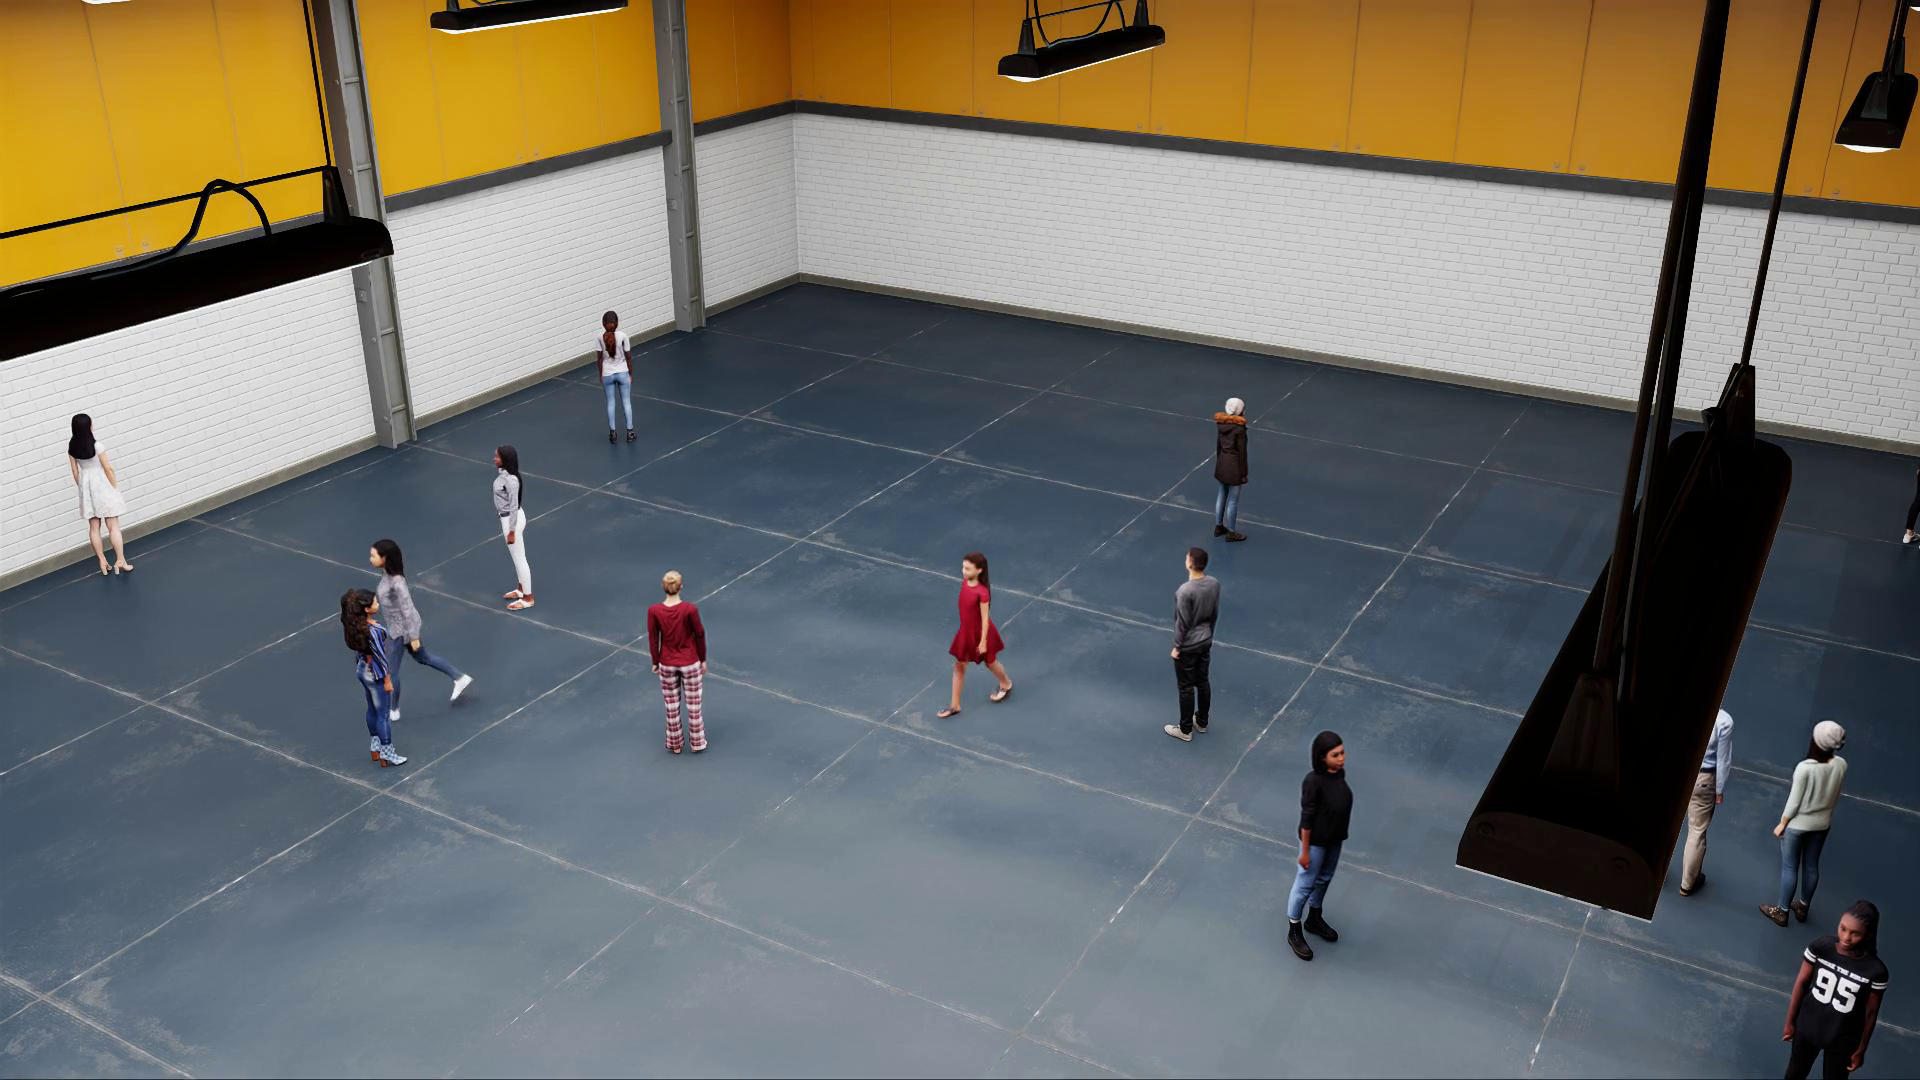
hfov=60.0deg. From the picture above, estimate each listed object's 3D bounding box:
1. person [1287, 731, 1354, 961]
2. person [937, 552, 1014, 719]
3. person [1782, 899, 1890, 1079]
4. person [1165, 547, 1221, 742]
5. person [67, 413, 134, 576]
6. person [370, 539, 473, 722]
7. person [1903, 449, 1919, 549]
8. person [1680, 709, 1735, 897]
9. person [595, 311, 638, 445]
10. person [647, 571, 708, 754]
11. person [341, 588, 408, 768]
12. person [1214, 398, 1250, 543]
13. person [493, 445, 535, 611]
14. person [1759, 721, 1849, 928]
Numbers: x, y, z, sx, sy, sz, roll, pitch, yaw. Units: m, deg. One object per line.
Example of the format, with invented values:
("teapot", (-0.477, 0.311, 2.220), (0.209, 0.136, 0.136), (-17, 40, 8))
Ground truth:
("person", (2.509, 2.090, 11.578), (0.575, 1.701, 0.698), (-19, 30, -37))
("person", (0.206, 0.808, 14.738), (1.116, 1.517, 0.781), (-18, 30, -36))
("person", (5.088, 2.876, 9.743), (0.656, 1.729, 0.640), (20, 30, 38))
("person", (2.003, 0.880, 14.270), (0.613, 1.760, 0.750), (-17, 29, -33))
("person", (-9.000, -0.480, 17.364), (0.762, 1.775, 0.790), (1, 24, 2))
("person", (-4.789, 0.775, 14.594), (1.239, 1.693, 1.033), (-12, 26, -25))
("person", (10.577, -0.736, 18.040), (0.716, 1.703, 0.673), (-8, 25, -17))
("person", (5.350, 1.743, 12.191), (0.654, 1.845, 0.589), (15, 28, 31))
("person", (-4.360, -2.074, 21.079), (0.668, 1.720, 0.701), (-2, 24, -6))
("person", (-2.370, 1.020, 14.032), (0.682, 1.696, 0.681), (-1, 24, -2))
("person", (-4.884, 1.131, 13.875), (0.664, 1.617, 0.685), (-19, 30, -36))
("person", (2.970, -0.785, 18.241), (0.761, 1.632, 0.736), (-13, 27, -27))
("person", (-4.486, -0.153, 16.680), (0.715, 1.724, 0.674), (-8, 25, -18))
("person", (6.038, 2.003, 11.849), (0.639, 1.643, 0.689), (-5, 24, -11))
